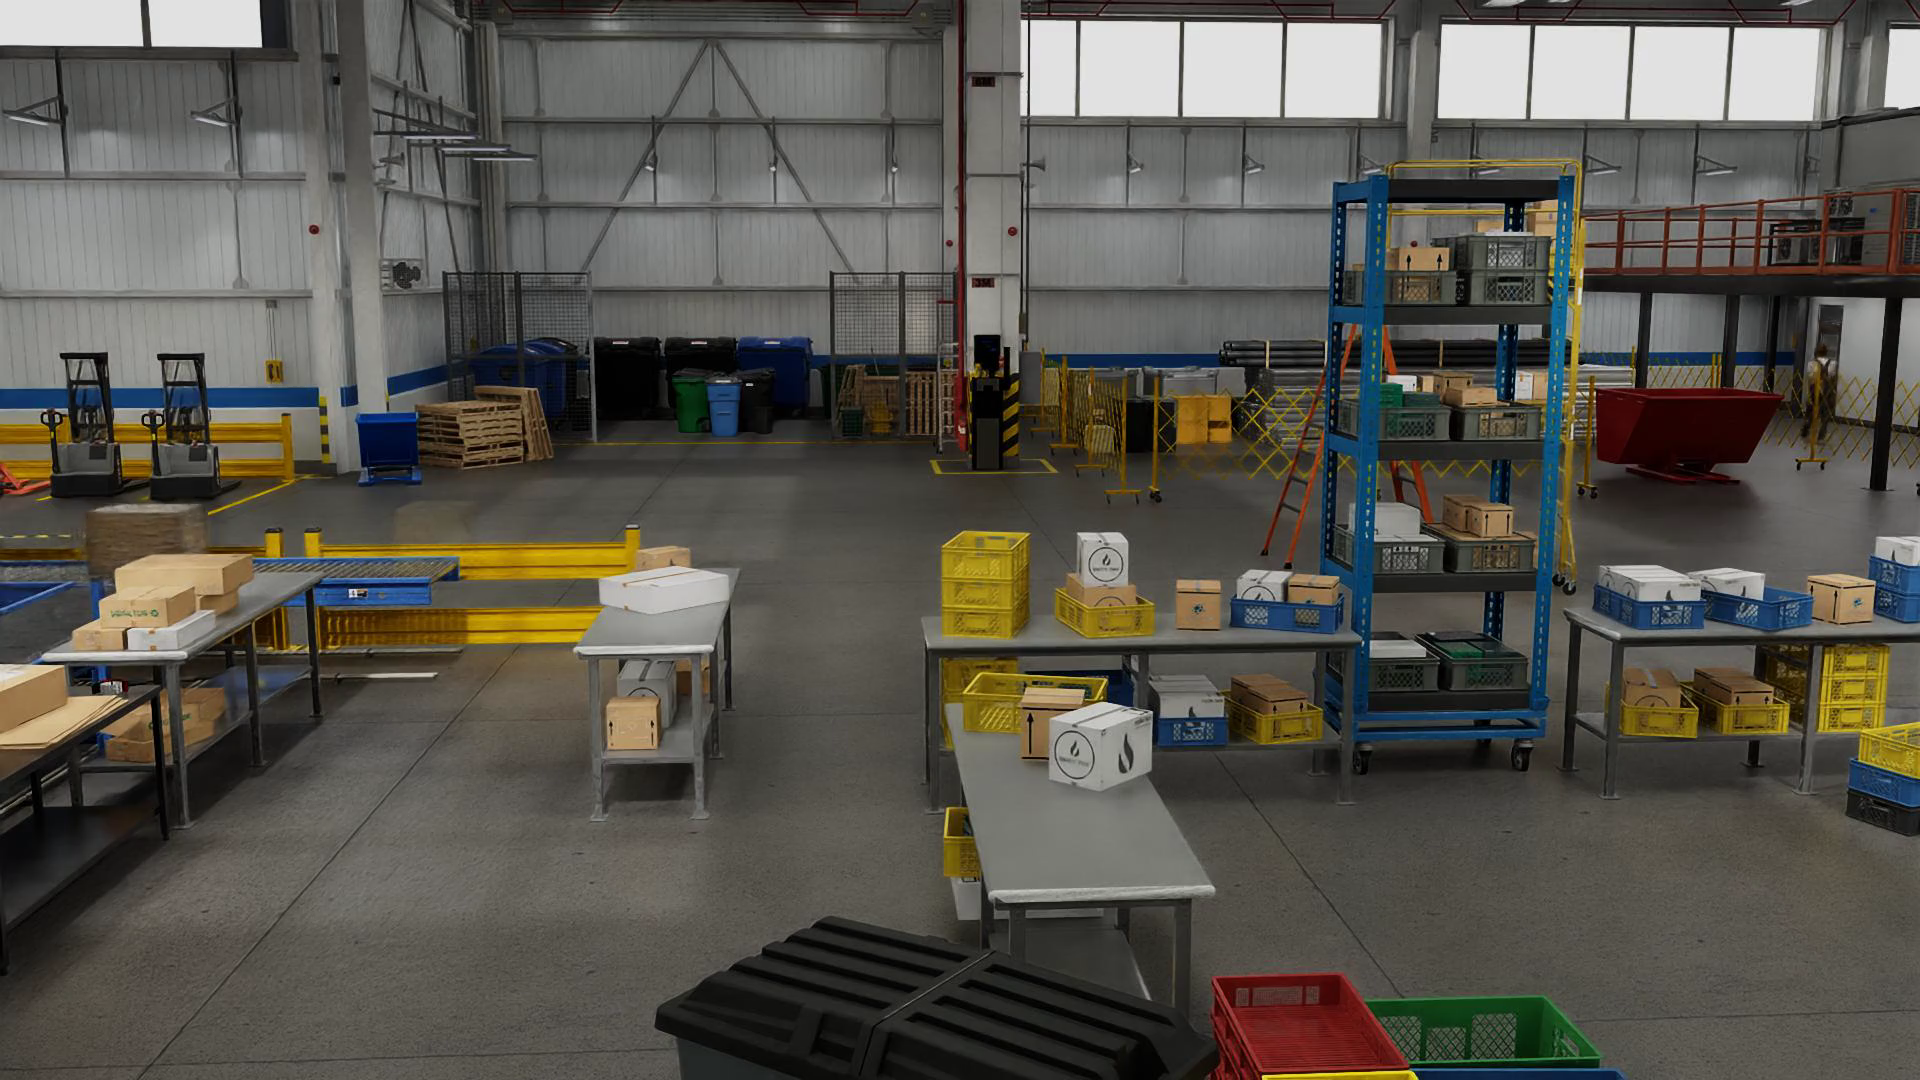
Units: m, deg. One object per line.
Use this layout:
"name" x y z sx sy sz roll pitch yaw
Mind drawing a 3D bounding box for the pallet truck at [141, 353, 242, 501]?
"pallet truck" -10.520 -1.604 22.925 0.823 1.965 1.885 -1 9 -6

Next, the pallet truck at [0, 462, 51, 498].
"pallet truck" -13.193 -1.293 23.148 0.653 1.274 1.630 -1 9 -4

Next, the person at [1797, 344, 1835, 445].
"person" 15.447 -2.632 29.989 0.510 1.796 0.951 1 9 8

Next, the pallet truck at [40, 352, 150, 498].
"pallet truck" -11.907 -1.642 23.165 0.823 1.965 1.885 0 9 0
